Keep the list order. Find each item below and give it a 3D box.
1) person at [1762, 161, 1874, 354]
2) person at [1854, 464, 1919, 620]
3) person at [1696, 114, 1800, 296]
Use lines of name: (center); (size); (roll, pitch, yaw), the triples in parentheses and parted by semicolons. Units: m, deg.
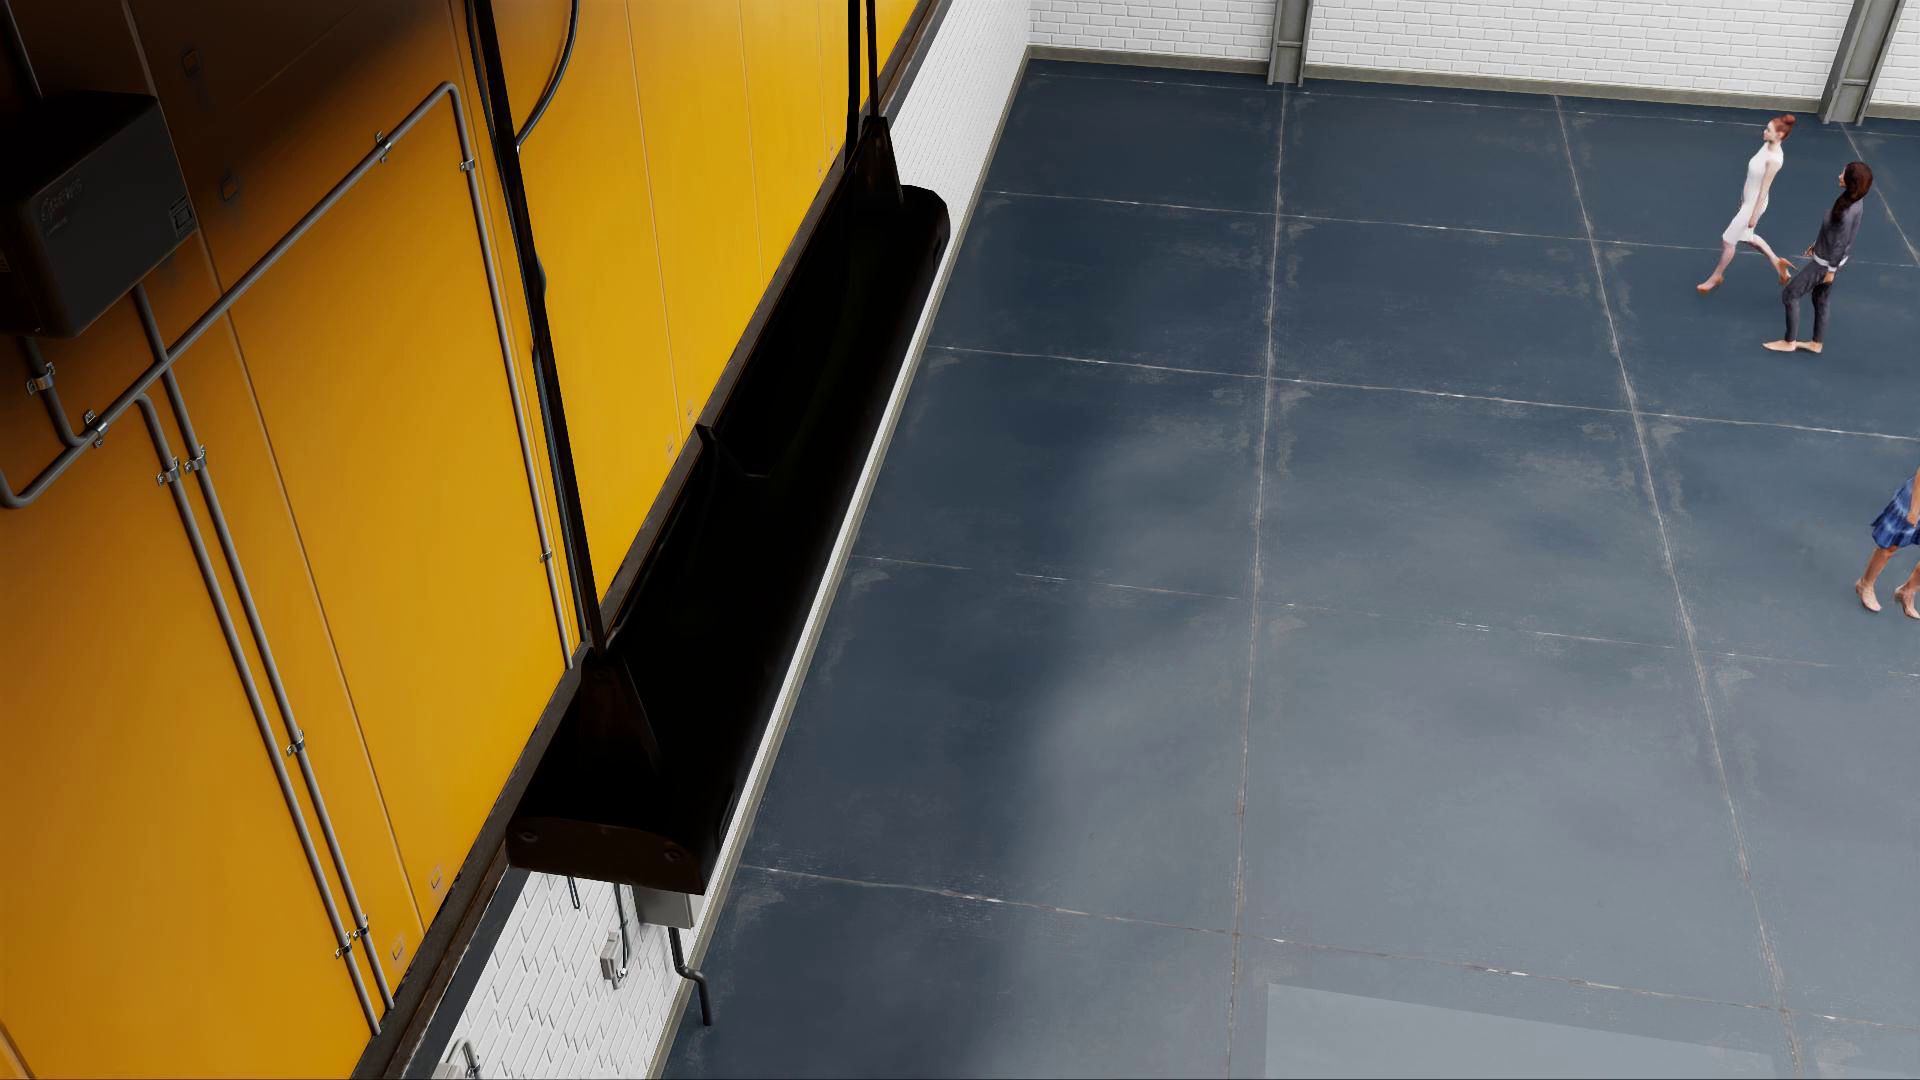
person: (7.373, -2.330, 13.950); (0.792, 1.751, 0.733); (20, 43, 23)
person: (6.478, -0.253, 11.321); (0.833, 1.788, 0.892); (-18, 42, -21)
person: (7.072, -2.891, 14.637); (1.013, 1.773, 0.607); (8, 39, 10)
